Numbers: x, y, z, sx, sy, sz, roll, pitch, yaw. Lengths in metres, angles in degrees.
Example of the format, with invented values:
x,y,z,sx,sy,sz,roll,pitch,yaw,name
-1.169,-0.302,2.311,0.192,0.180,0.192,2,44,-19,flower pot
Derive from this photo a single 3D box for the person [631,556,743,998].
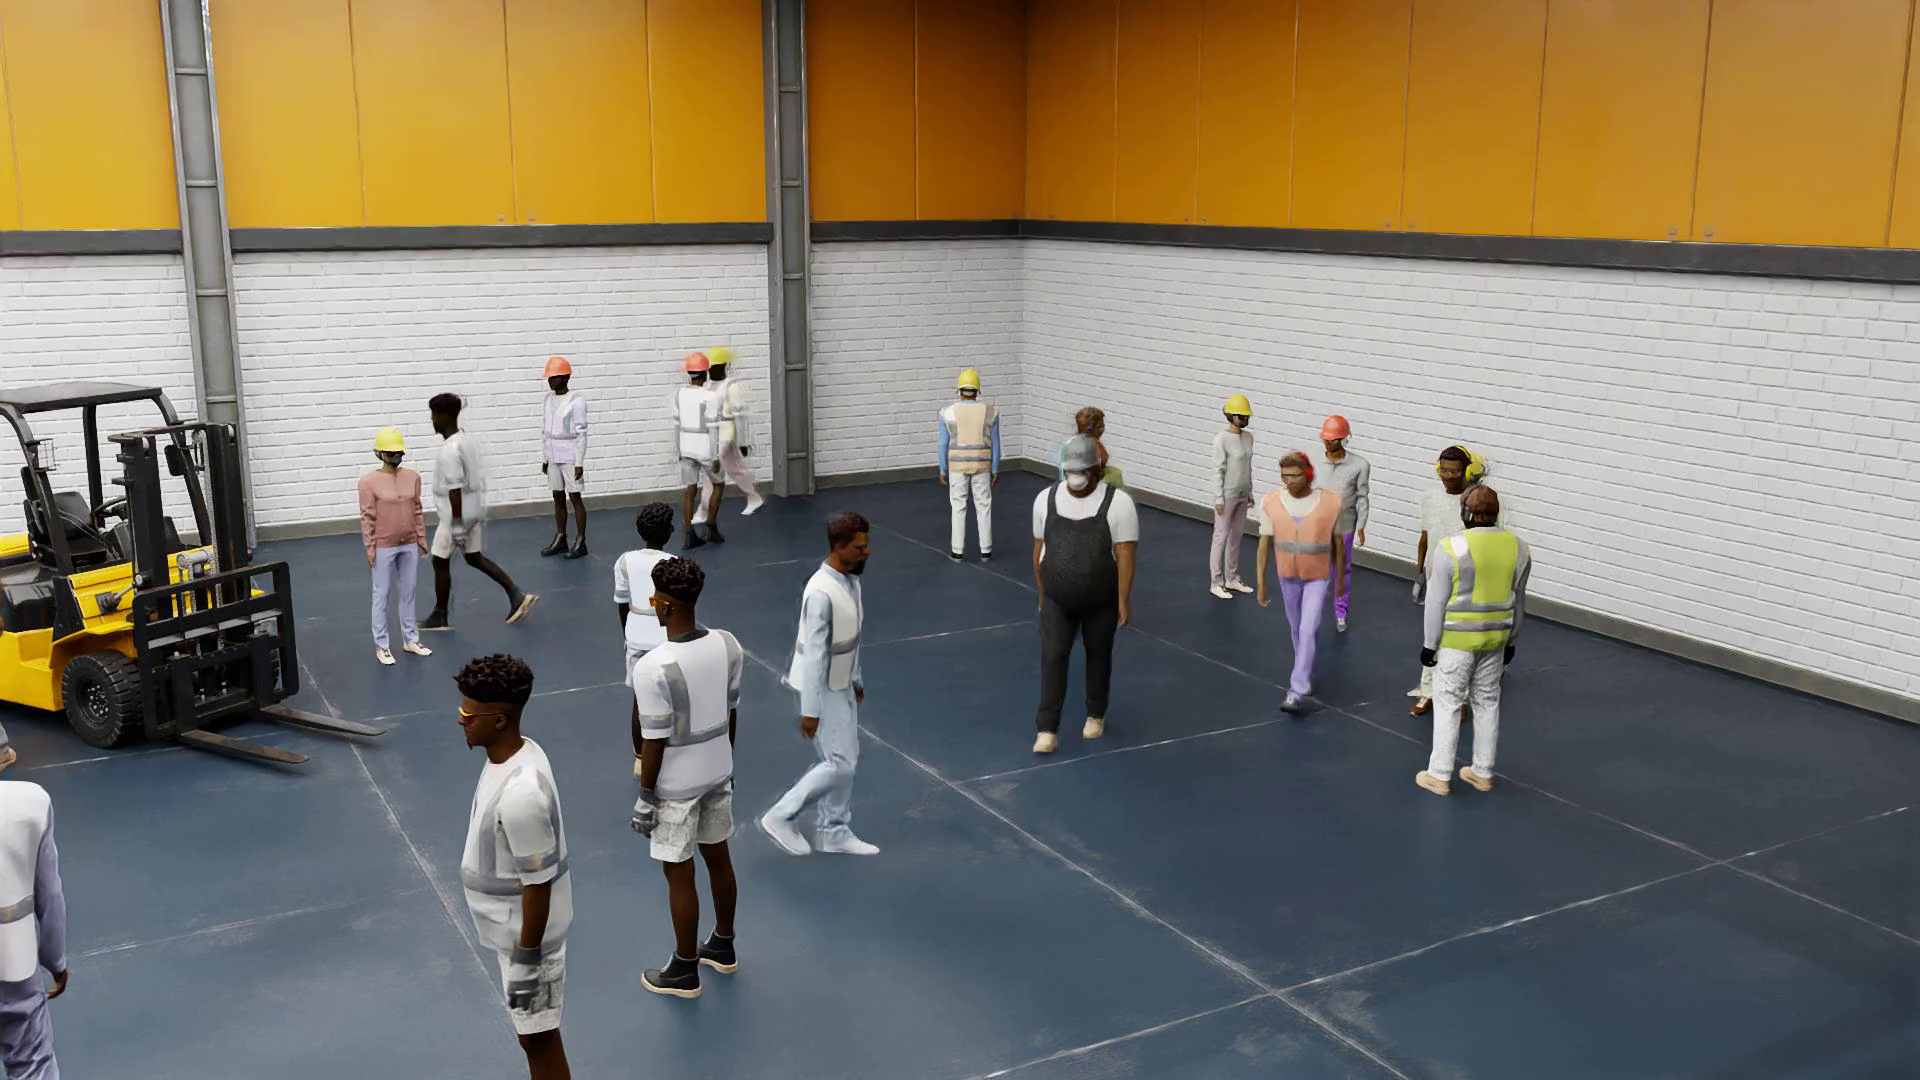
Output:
x,y,z,sx,sy,sz,roll,pitch,yaw,name
-1.202,1.031,7.302,0.368,1.966,0.603,8,14,32,person

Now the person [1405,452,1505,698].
x,y,z,sx,sy,sz,roll,pitch,yaw,name
3.548,0.230,11.657,0.861,1.731,0.536,-2,12,-11,person

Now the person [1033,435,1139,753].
x,y,z,sx,sy,sz,roll,pitch,yaw,name
0.747,0.328,10.422,0.695,2.000,0.919,3,12,14,person

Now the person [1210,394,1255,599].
x,y,z,sx,sy,sz,roll,pitch,yaw,name
2.377,-0.382,14.400,0.313,1.768,0.528,11,16,42,person

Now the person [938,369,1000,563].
x,y,z,sx,sy,sz,roll,pitch,yaw,name
0.083,-0.695,15.707,0.591,1.833,0.404,-1,12,-5,person

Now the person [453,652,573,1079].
x,y,z,sx,sy,sz,roll,pitch,yaw,name
-1.546,1.344,5.834,0.372,1.966,0.608,-4,13,-19,person

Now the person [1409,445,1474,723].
x,y,z,sx,sy,sz,roll,pitch,yaw,name
3.248,0.290,11.043,0.505,1.861,0.332,10,15,38,person

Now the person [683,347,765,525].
x,y,z,sx,sy,sz,roll,pitch,yaw,name
-2.501,-1.131,17.675,1.025,1.870,0.597,-8,14,-32,person

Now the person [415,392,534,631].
x,y,z,sx,sy,sz,roll,pitch,yaw,name
-3.929,-0.224,13.275,0.907,1.937,0.612,0,12,-2,person

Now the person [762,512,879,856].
x,y,z,sx,sy,sz,roll,pitch,yaw,name
-0.706,0.772,8.689,0.512,1.896,0.645,2,12,9,person

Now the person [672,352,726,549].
x,y,z,sx,sy,sz,roll,pitch,yaw,name
-2.549,-0.883,16.367,0.569,1.920,0.602,6,14,27,person

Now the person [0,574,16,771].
x,y,z,sx,sy,sz,roll,pitch,yaw,name
-6.110,0.422,9.985,0.683,2.000,0.538,-5,13,-21,person

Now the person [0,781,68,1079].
x,y,z,sx,sy,sz,roll,pitch,yaw,name
-3.237,1.453,5.466,0.594,1.913,0.383,-11,16,-42,person

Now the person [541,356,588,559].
x,y,z,sx,sy,sz,roll,pitch,yaw,name
-3.795,-0.787,15.893,0.545,1.939,0.354,7,14,31,person

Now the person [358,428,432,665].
x,y,z,sx,sy,sz,roll,pitch,yaw,name
-4.216,0.036,12.439,0.314,1.769,0.523,9,15,37,person

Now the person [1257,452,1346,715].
x,y,z,sx,sy,sz,roll,pitch,yaw,name
2.309,0.275,11.298,0.573,1.779,1.011,6,13,26,person

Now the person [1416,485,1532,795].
x,y,z,sx,sy,sz,roll,pitch,yaw,name
2.987,0.585,9.722,0.638,1.832,0.429,-4,13,-17,person

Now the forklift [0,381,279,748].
x,y,z,sx,sy,sz,roll,pitch,yaw,name
-5.853,0.085,11.199,2.313,2.155,1.214,7,14,28,forklift

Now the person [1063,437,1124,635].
x,y,z,sx,sy,sz,roll,pitch,yaw,name
1.052,-0.047,13.264,0.551,1.584,0.654,-3,12,-14,person

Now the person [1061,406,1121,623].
x,y,z,sx,sy,sz,roll,pitch,yaw,name
0.967,-0.165,13.263,0.701,1.827,0.539,-8,14,-32,person

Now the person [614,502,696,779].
x,y,z,sx,sy,sz,roll,pitch,yaw,name
-1.790,0.611,9.906,0.541,1.696,0.315,5,13,23,person

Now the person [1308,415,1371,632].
x,y,z,sx,sy,sz,roll,pitch,yaw,name
2.969,-0.134,13.274,0.564,1.748,0.339,4,13,19,person
